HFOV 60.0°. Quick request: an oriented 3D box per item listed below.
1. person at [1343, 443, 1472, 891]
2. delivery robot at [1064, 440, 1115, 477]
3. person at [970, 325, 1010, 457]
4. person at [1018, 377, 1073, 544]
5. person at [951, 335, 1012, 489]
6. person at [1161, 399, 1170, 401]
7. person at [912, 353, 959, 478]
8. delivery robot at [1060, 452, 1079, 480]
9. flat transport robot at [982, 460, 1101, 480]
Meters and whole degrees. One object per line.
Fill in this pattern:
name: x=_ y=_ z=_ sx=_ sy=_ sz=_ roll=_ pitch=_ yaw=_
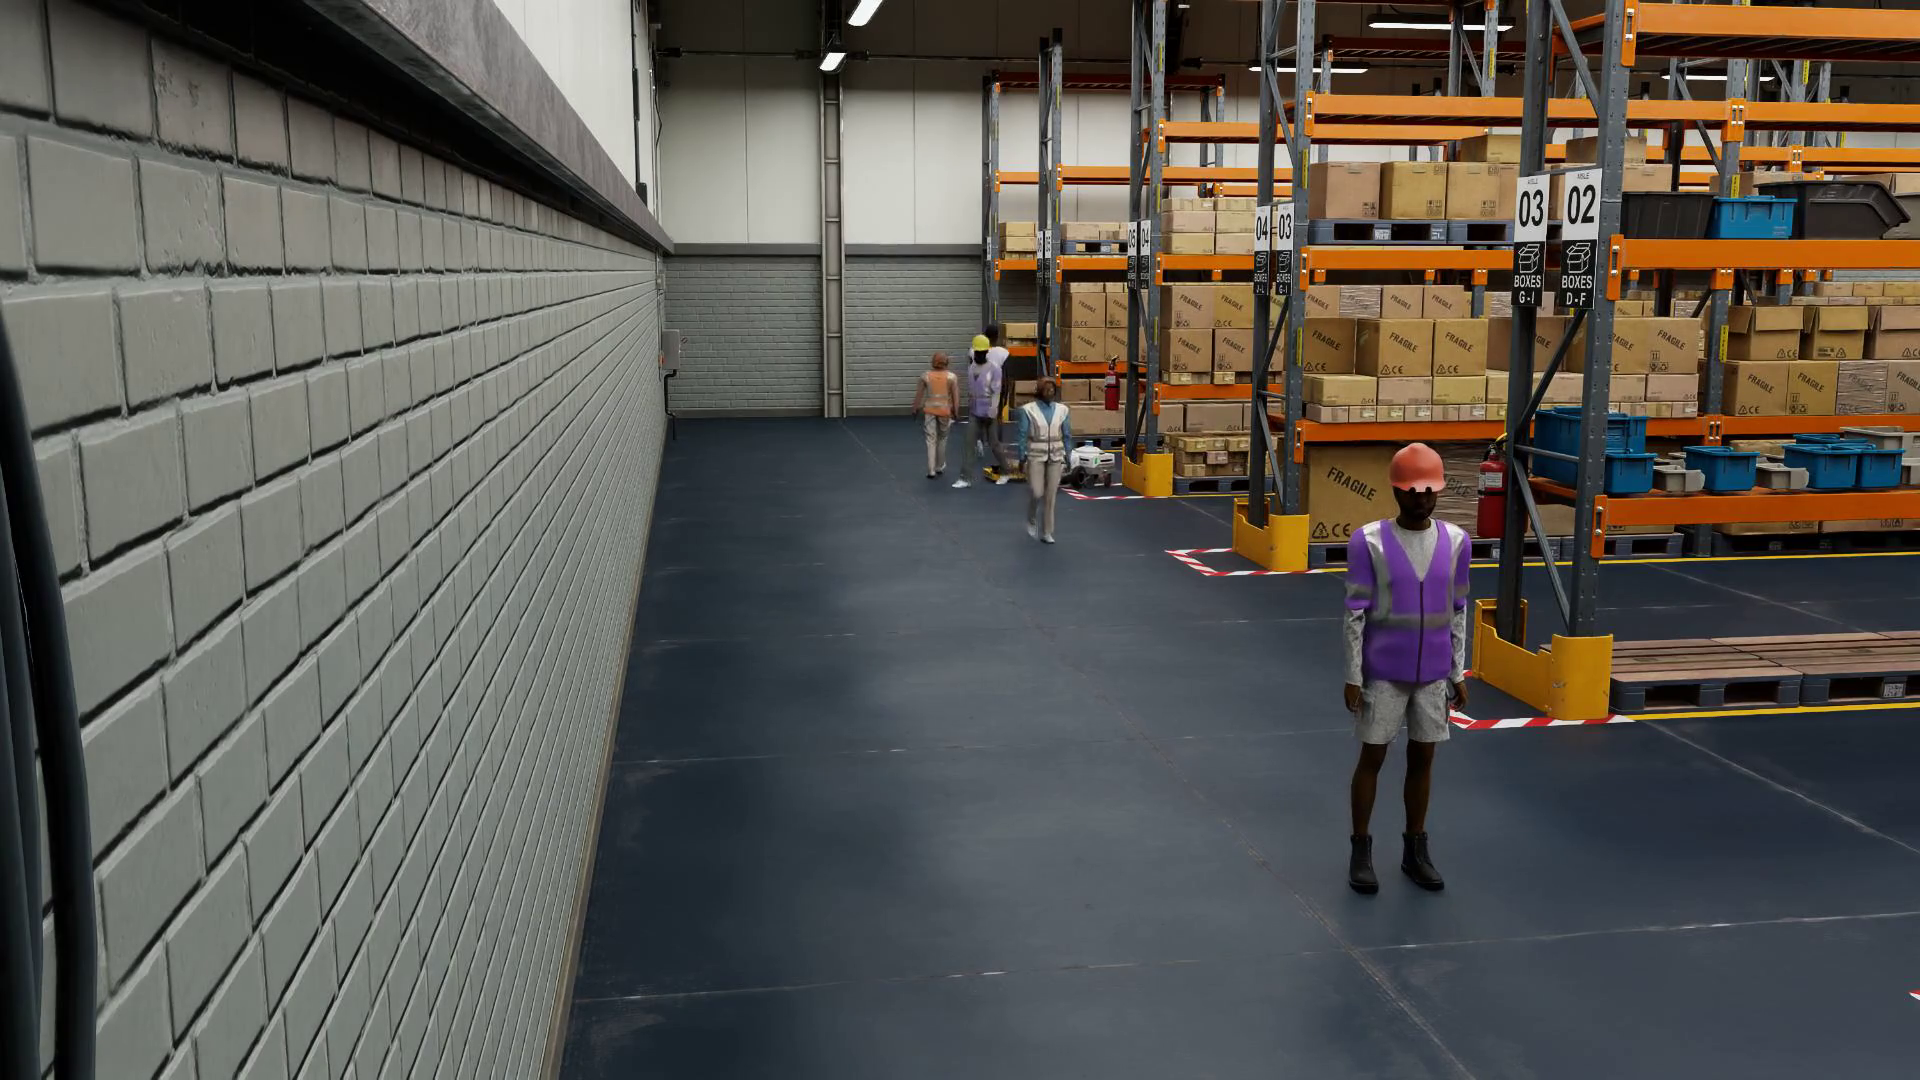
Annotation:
person: x=1.910 y=0.548 z=7.084 sx=0.551 sy=1.935 sz=0.375 roll=-1 pitch=9 yaw=-6
delivery robot: x=1.588 y=-0.983 z=20.491 sx=0.477 sy=0.478 sz=0.707 roll=-6 pitch=11 yaw=-33
person: x=0.412 y=-2.131 z=23.799 sx=0.594 sy=1.893 sz=0.877 roll=1 pitch=9 yaw=8
person: x=0.836 y=-0.773 z=16.162 sx=0.540 sy=1.623 sz=0.372 roll=-3 pitch=10 yaw=-17
person: x=0.301 y=-1.583 z=20.437 sx=0.598 sy=1.881 sz=0.969 roll=8 pitch=12 yaw=42
person: x=3.128 y=-2.482 z=26.135 sx=0.967 sy=1.832 sz=0.514 roll=-3 pitch=10 yaw=-16
person: x=-0.318 y=-1.617 z=21.476 sx=0.621 sy=1.581 sz=0.858 roll=0 pitch=9 yaw=3
delivery robot: x=1.136 y=-0.921 z=20.108 sx=0.477 sy=0.478 sz=0.707 roll=6 pitch=11 yaw=35
flat transport robot: x=1.044 y=-0.907 z=21.184 sx=1.431 sy=0.197 sz=0.652 roll=-2 pitch=9 yaw=-10
